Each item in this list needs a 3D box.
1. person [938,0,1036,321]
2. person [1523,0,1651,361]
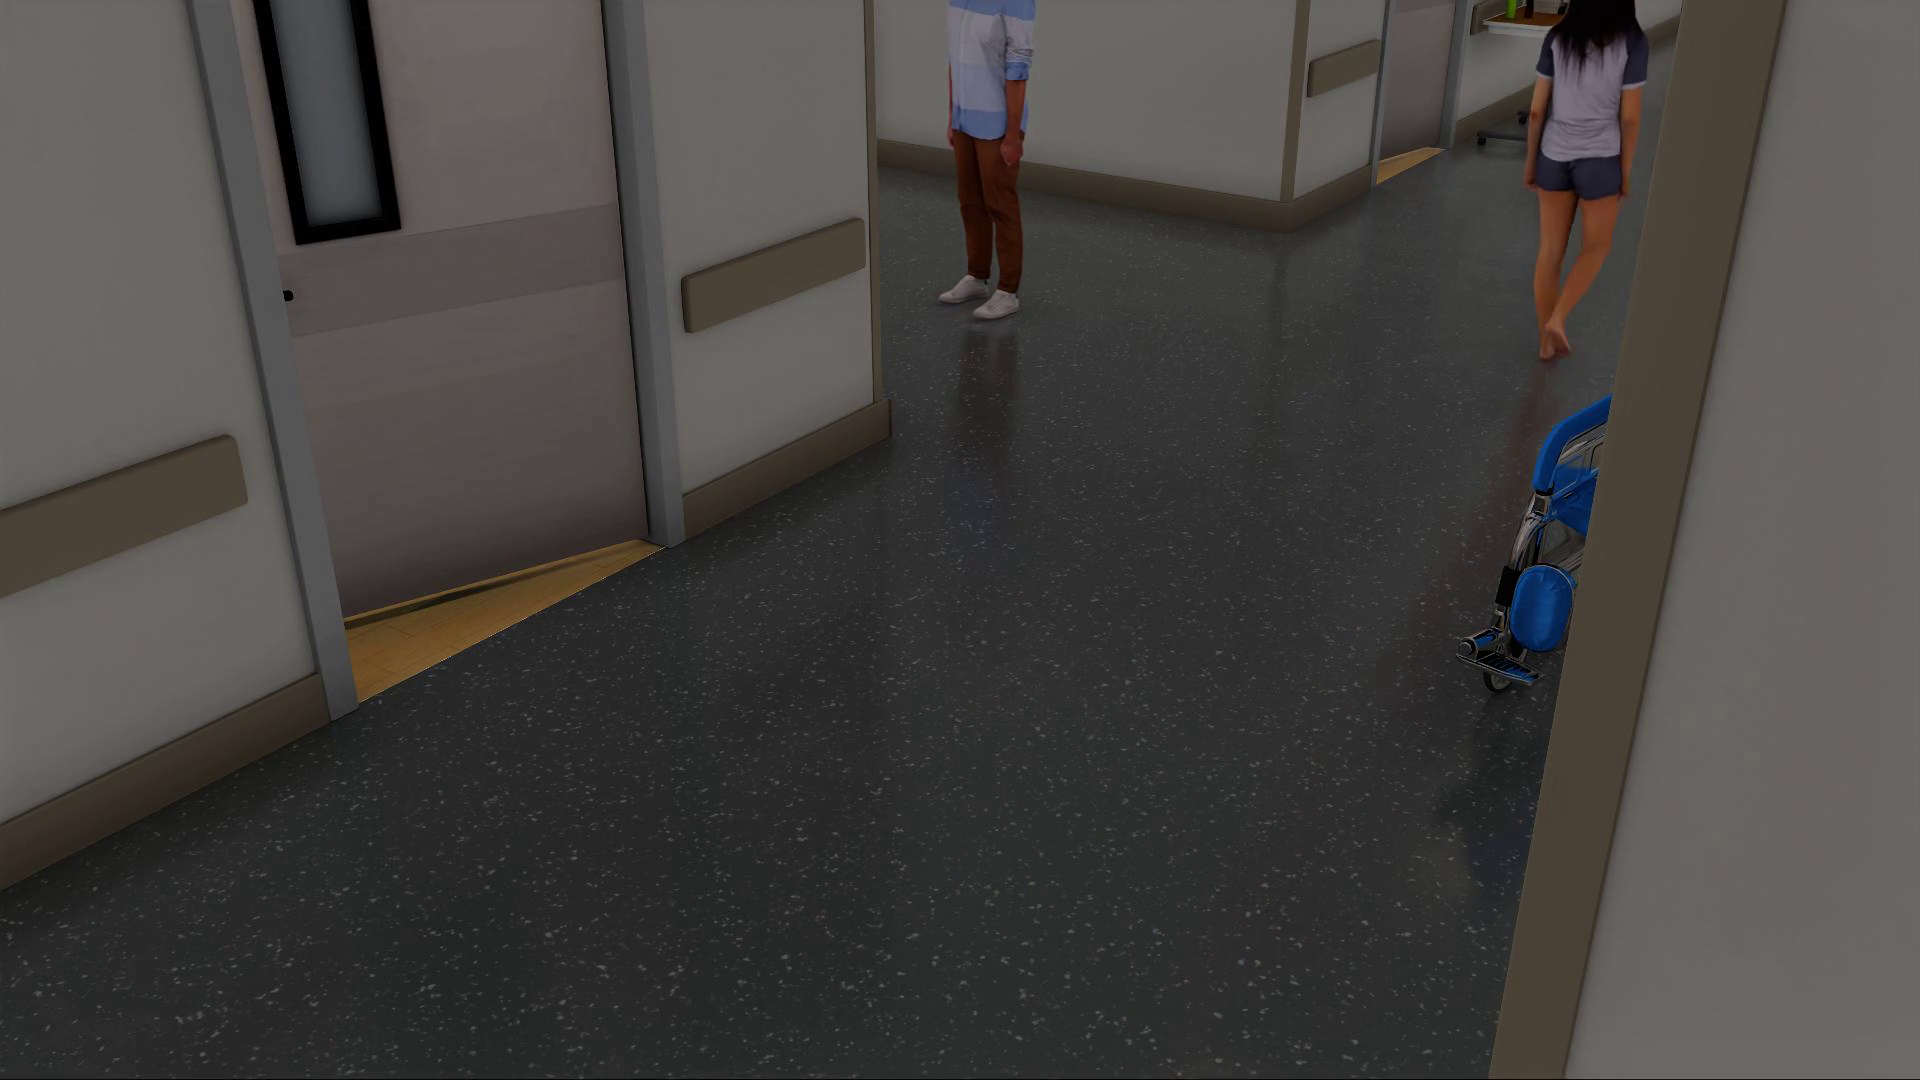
[{"bbox_3d":[0.129,-1.951,7.631,0.691,1.823,0.744,-19,31,-33],"label":"person"},{"bbox_3d":[2.546,-1.532,6.877,0.608,1.723,0.773,15,30,29],"label":"person"}]
